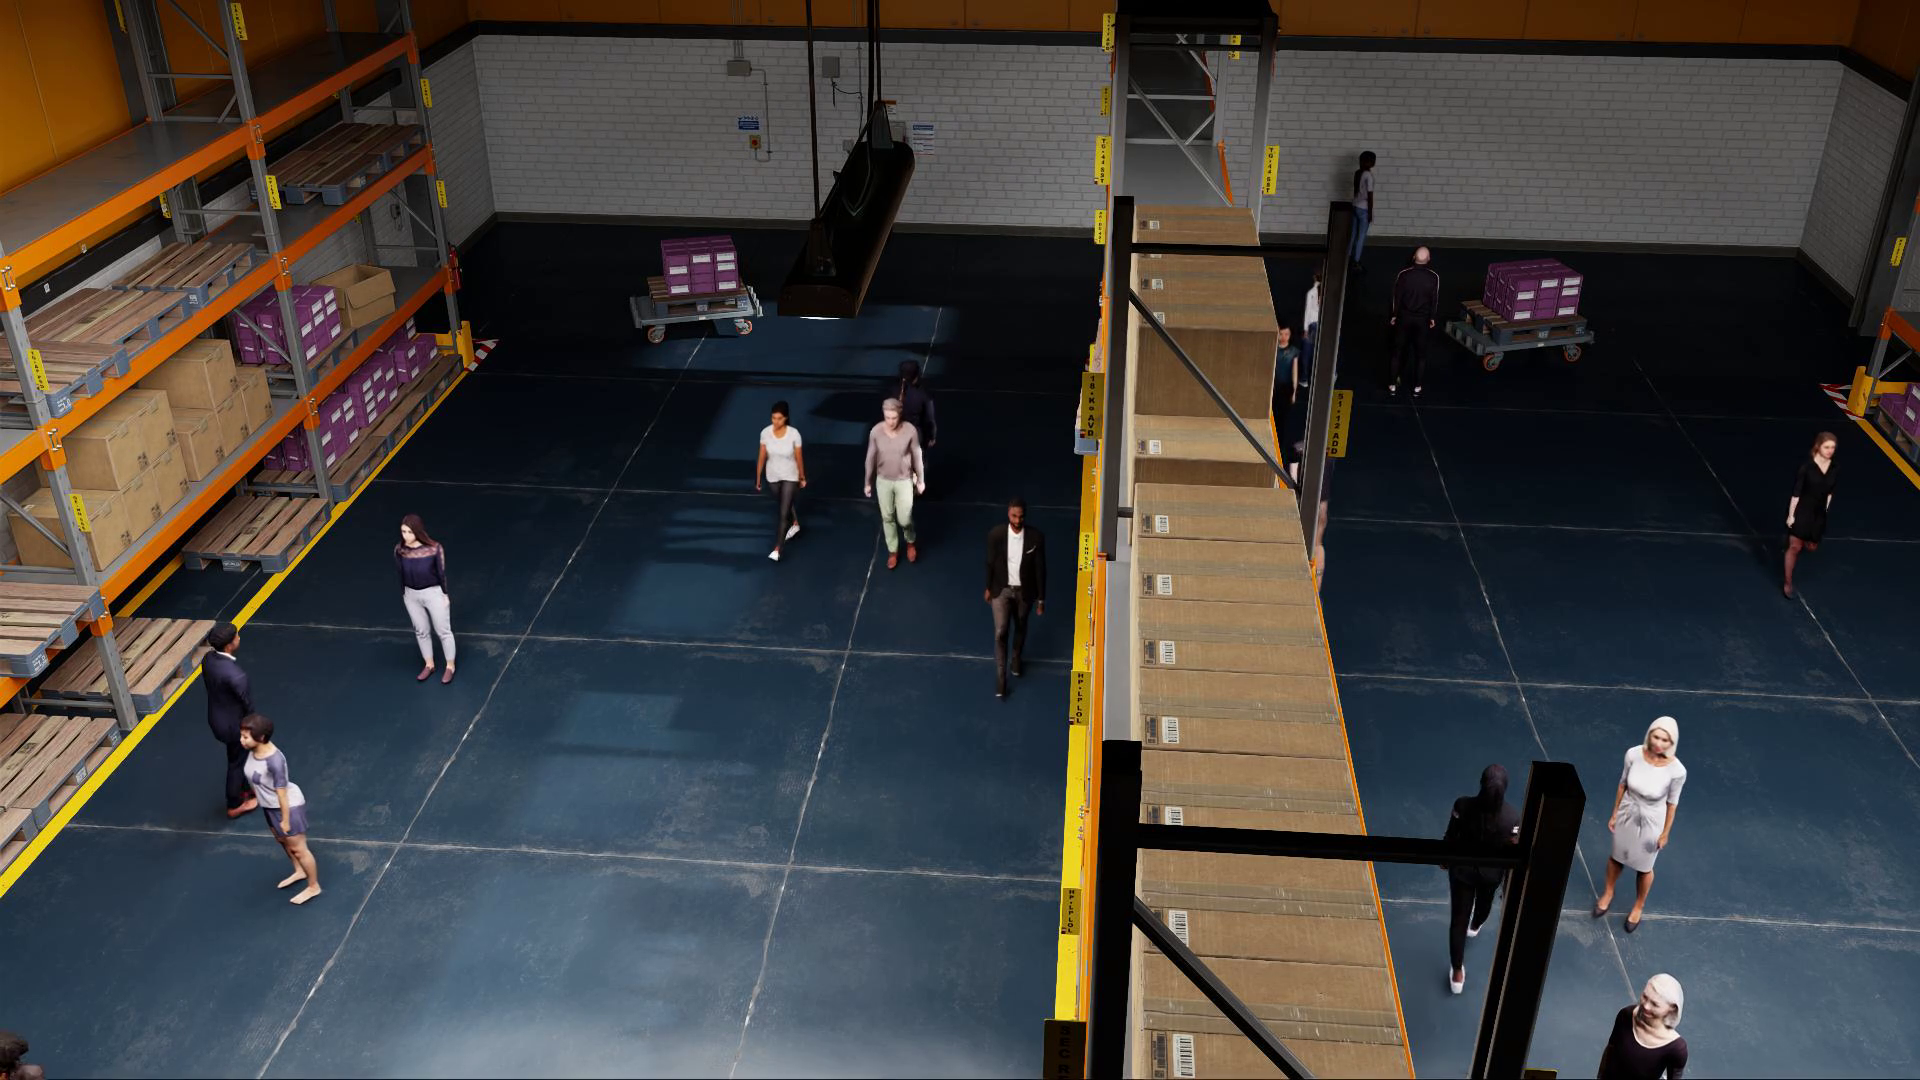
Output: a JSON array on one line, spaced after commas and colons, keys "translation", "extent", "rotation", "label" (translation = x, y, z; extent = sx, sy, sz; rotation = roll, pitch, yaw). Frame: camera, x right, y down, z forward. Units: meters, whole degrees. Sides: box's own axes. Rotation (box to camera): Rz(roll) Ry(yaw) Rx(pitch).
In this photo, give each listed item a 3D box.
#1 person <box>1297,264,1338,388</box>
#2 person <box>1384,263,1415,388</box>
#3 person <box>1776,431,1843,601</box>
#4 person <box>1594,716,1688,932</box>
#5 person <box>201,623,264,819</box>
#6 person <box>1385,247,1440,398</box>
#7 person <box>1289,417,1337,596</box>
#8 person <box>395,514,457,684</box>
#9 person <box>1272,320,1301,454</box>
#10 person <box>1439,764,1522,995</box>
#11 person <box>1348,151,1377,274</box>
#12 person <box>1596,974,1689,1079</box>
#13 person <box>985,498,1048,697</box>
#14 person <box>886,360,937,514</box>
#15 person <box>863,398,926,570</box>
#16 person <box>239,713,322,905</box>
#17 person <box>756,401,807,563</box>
[{"translation": [4.313, -2.517, 19.941], "extent": [0.762, 1.538, 0.951], "rotation": [-11, 30, -19], "label": "person"}, {"translation": [5.385, -2.639, 20.167], "extent": [0.764, 1.535, 0.869], "rotation": [18, 34, 30], "label": "person"}, {"translation": [7.925, -0.269, 15.658], "extent": [0.643, 1.694, 0.781], "rotation": [-1, 29, -3], "label": "person"}, {"translation": [4.730, 1.944, 11.549], "extent": [0.649, 1.743, 0.682], "rotation": [22, 36, 35], "label": "person"}, {"translation": [-5.559, 1.429, 12.547], "extent": [0.780, 1.692, 0.823], "rotation": [21, 35, 34], "label": "person"}, {"translation": [5.386, -2.596, 19.774], "extent": [0.688, 1.837, 0.601], "rotation": [5, 29, 10], "label": "person"}, {"translation": [3.300, -0.324, 15.645], "extent": [0.818, 1.801, 0.908], "rotation": [-11, 31, -20], "label": "person"}, {"translation": [-4.602, 0.502, 14.333], "extent": [0.580, 1.608, 0.509], "rotation": [3, 29, 5], "label": "person"}, {"translation": [3.434, -1.593, 18.071], "extent": [0.593, 1.707, 1.044], "rotation": [4, 29, 7], "label": "person"}, {"translation": [3.411, 2.264, 11.008], "extent": [0.796, 1.700, 1.117], "rotation": [9, 30, 16], "label": "person"}, {"translation": [5.735, -4.703, 23.759], "extent": [0.712, 1.720, 0.568], "rotation": [-8, 30, -14], "label": "person"}, {"translation": [3.743, 3.138, 9.269], "extent": [0.715, 1.829, 0.649], "rotation": [-21, 35, -33], "label": "person"}, {"translation": [0.466, 0.401, 14.346], "extent": [0.703, 1.774, 0.925], "rotation": [1, 29, 1], "label": "person"}, {"translation": [-0.541, -1.014, 17.068], "extent": [0.902, 1.650, 1.087], "rotation": [12, 31, 21], "label": "person"}, {"translation": [-0.607, -0.589, 16.093], "extent": [0.759, 1.839, 0.751], "rotation": [5, 29, 10], "label": "person"}, {"translation": [-4.841, 1.879, 11.856], "extent": [0.663, 1.562, 0.708], "rotation": [25, 37, 37], "label": "person"}, {"translation": [-1.718, -0.634, 16.441], "extent": [0.783, 1.584, 1.168], "rotation": [10, 30, 17], "label": "person"}]
